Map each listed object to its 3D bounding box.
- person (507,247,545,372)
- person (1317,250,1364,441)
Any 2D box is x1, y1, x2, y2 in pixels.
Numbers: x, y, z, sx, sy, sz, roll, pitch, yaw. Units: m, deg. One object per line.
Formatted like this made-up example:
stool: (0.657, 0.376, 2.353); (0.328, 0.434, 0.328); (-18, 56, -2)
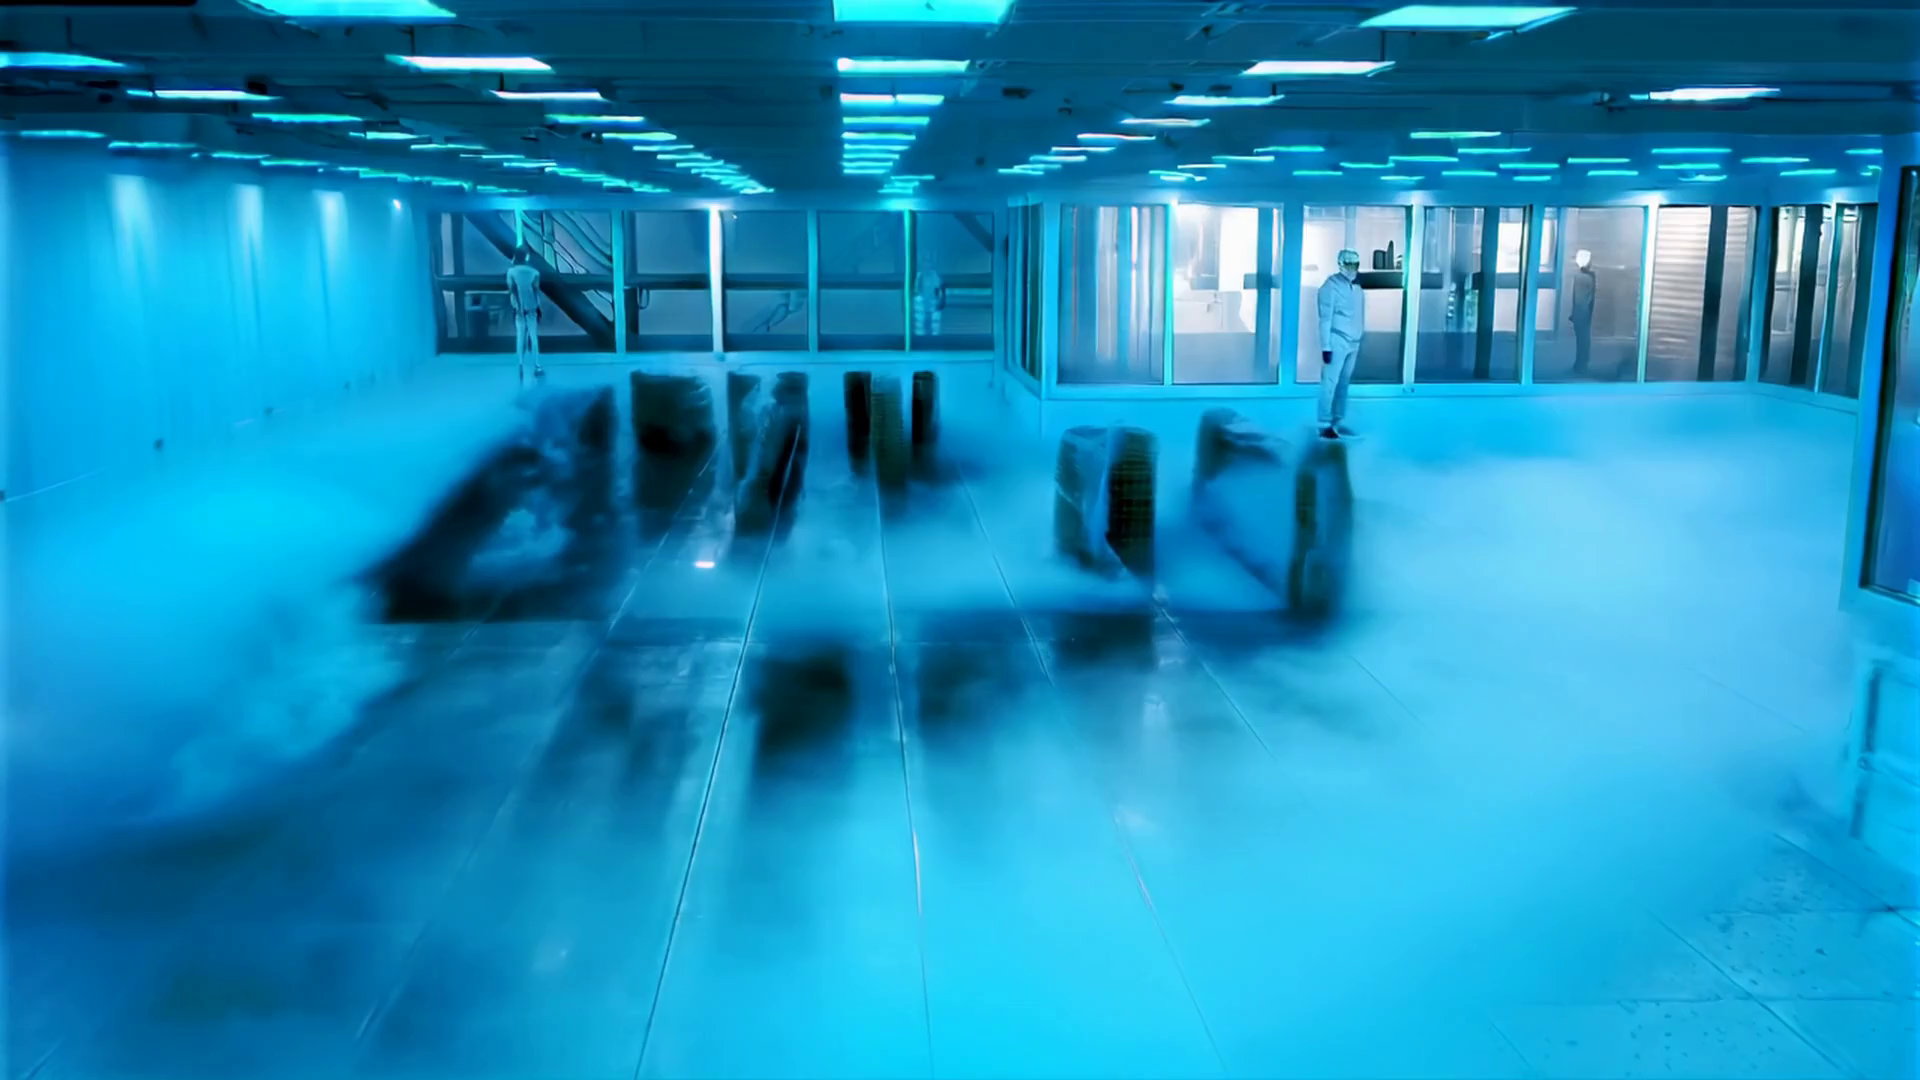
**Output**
person: (-6.490, -3.438, 24.853); (0.519, 1.865, 0.327); (0, 11, -1)
person: (3.852, -1.955, 16.731); (0.399, 1.908, 0.643); (10, 14, 43)
